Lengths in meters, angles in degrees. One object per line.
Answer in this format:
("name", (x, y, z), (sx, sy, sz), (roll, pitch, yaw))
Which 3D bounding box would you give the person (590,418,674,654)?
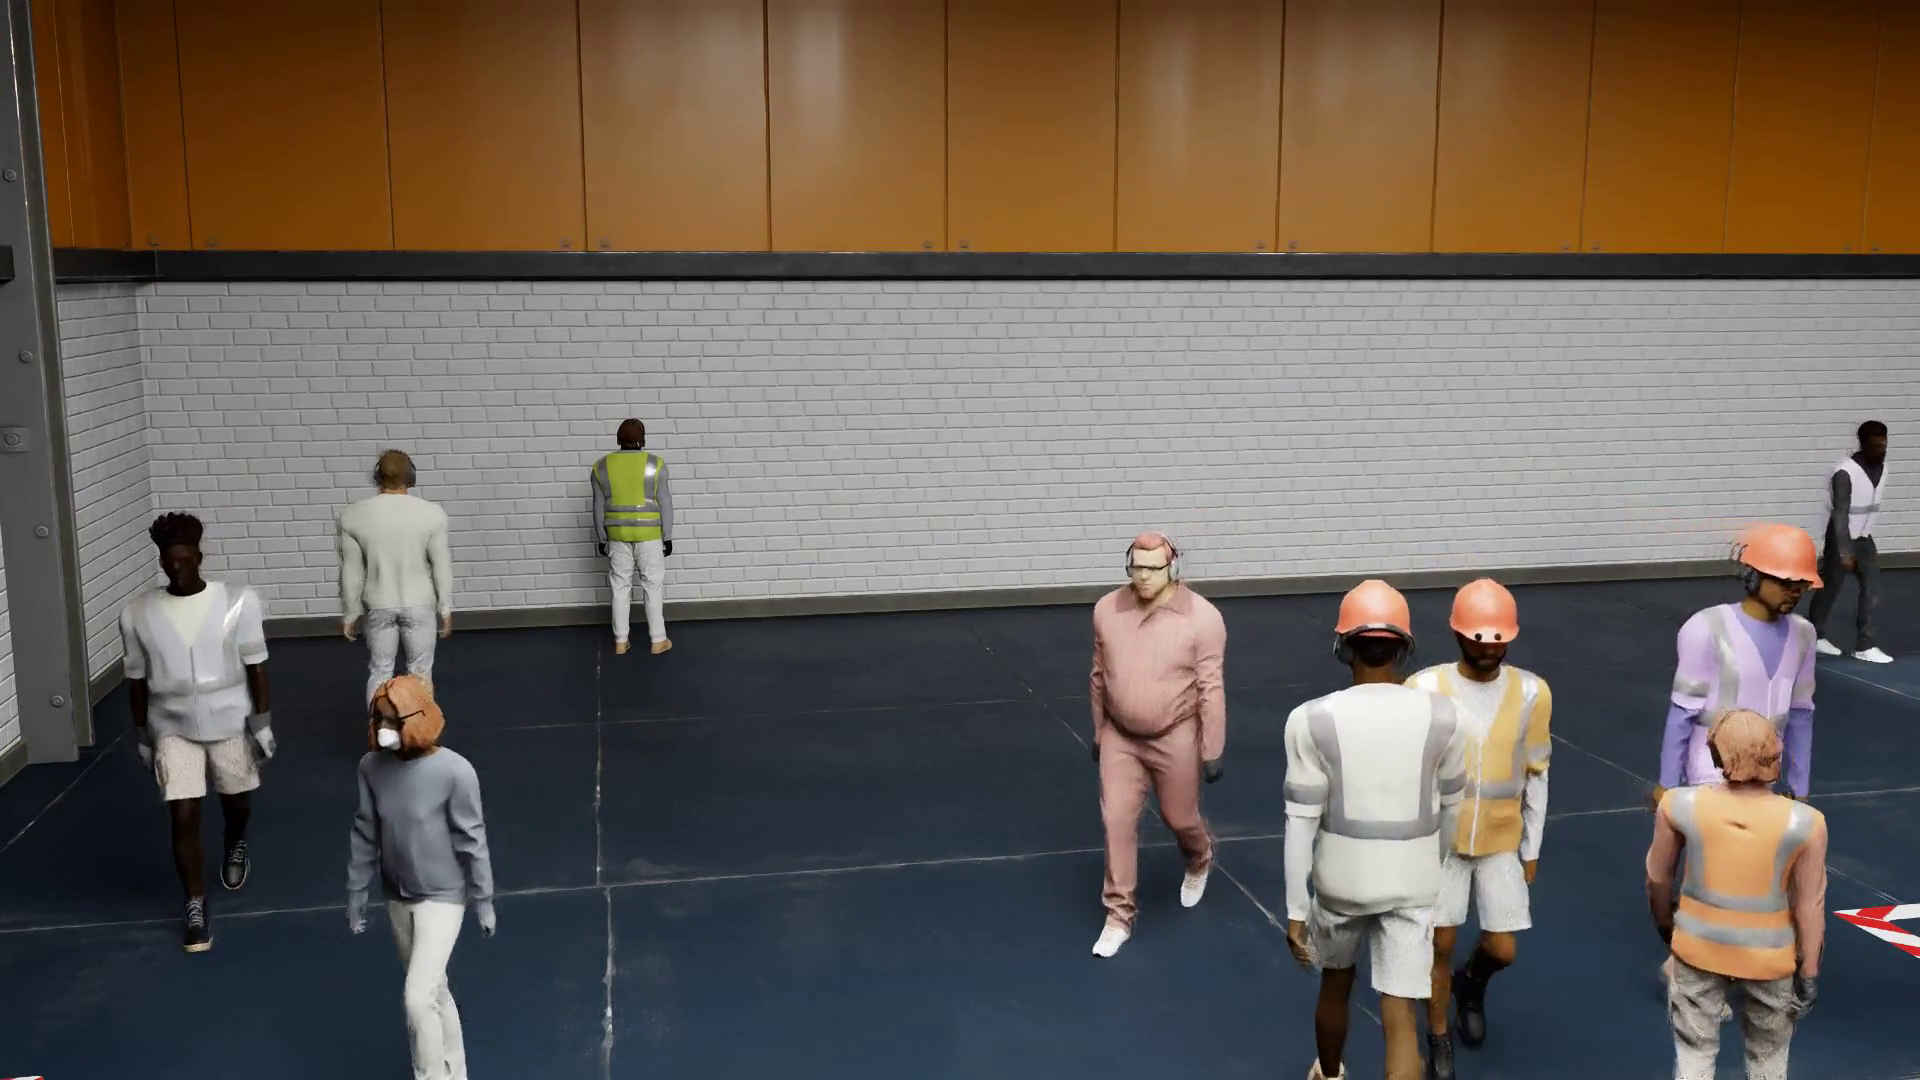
("person", (-2.527, -0.025, 12.937), (0.621, 1.845, 0.429), (0, 9, 2))

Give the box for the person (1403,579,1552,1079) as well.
("person", (1.850, 1.065, 6.073), (0.551, 1.920, 0.549), (1, 9, 8))

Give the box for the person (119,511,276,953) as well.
("person", (-3.455, 0.805, 7.580), (0.607, 1.940, 0.860), (-4, 10, -22))

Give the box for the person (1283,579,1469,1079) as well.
("person", (1.357, 1.128, 5.477), (0.596, 1.992, 1.016), (1, 9, 8))

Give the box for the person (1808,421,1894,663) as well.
("person", (6.810, 0.010, 12.663), (0.609, 1.854, 0.826), (-5, 10, -27))

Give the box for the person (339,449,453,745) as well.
("person", (-3.367, 0.431, 9.950), (0.673, 1.932, 0.551), (-2, 10, -11))

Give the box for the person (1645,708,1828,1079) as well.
("person", (2.452, 1.340, 5.299), (0.531, 1.617, 0.525), (4, 10, 25))

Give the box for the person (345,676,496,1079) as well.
("person", (-1.905, 1.271, 5.704), (0.535, 1.612, 0.606), (4, 10, 25))

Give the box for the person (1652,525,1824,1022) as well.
("person", (3.085, 0.931, 6.568), (0.641, 2.014, 0.499), (-3, 10, -17))

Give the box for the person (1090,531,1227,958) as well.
("person", (0.895, 0.859, 7.487), (0.647, 1.870, 0.900), (5, 10, 26))
